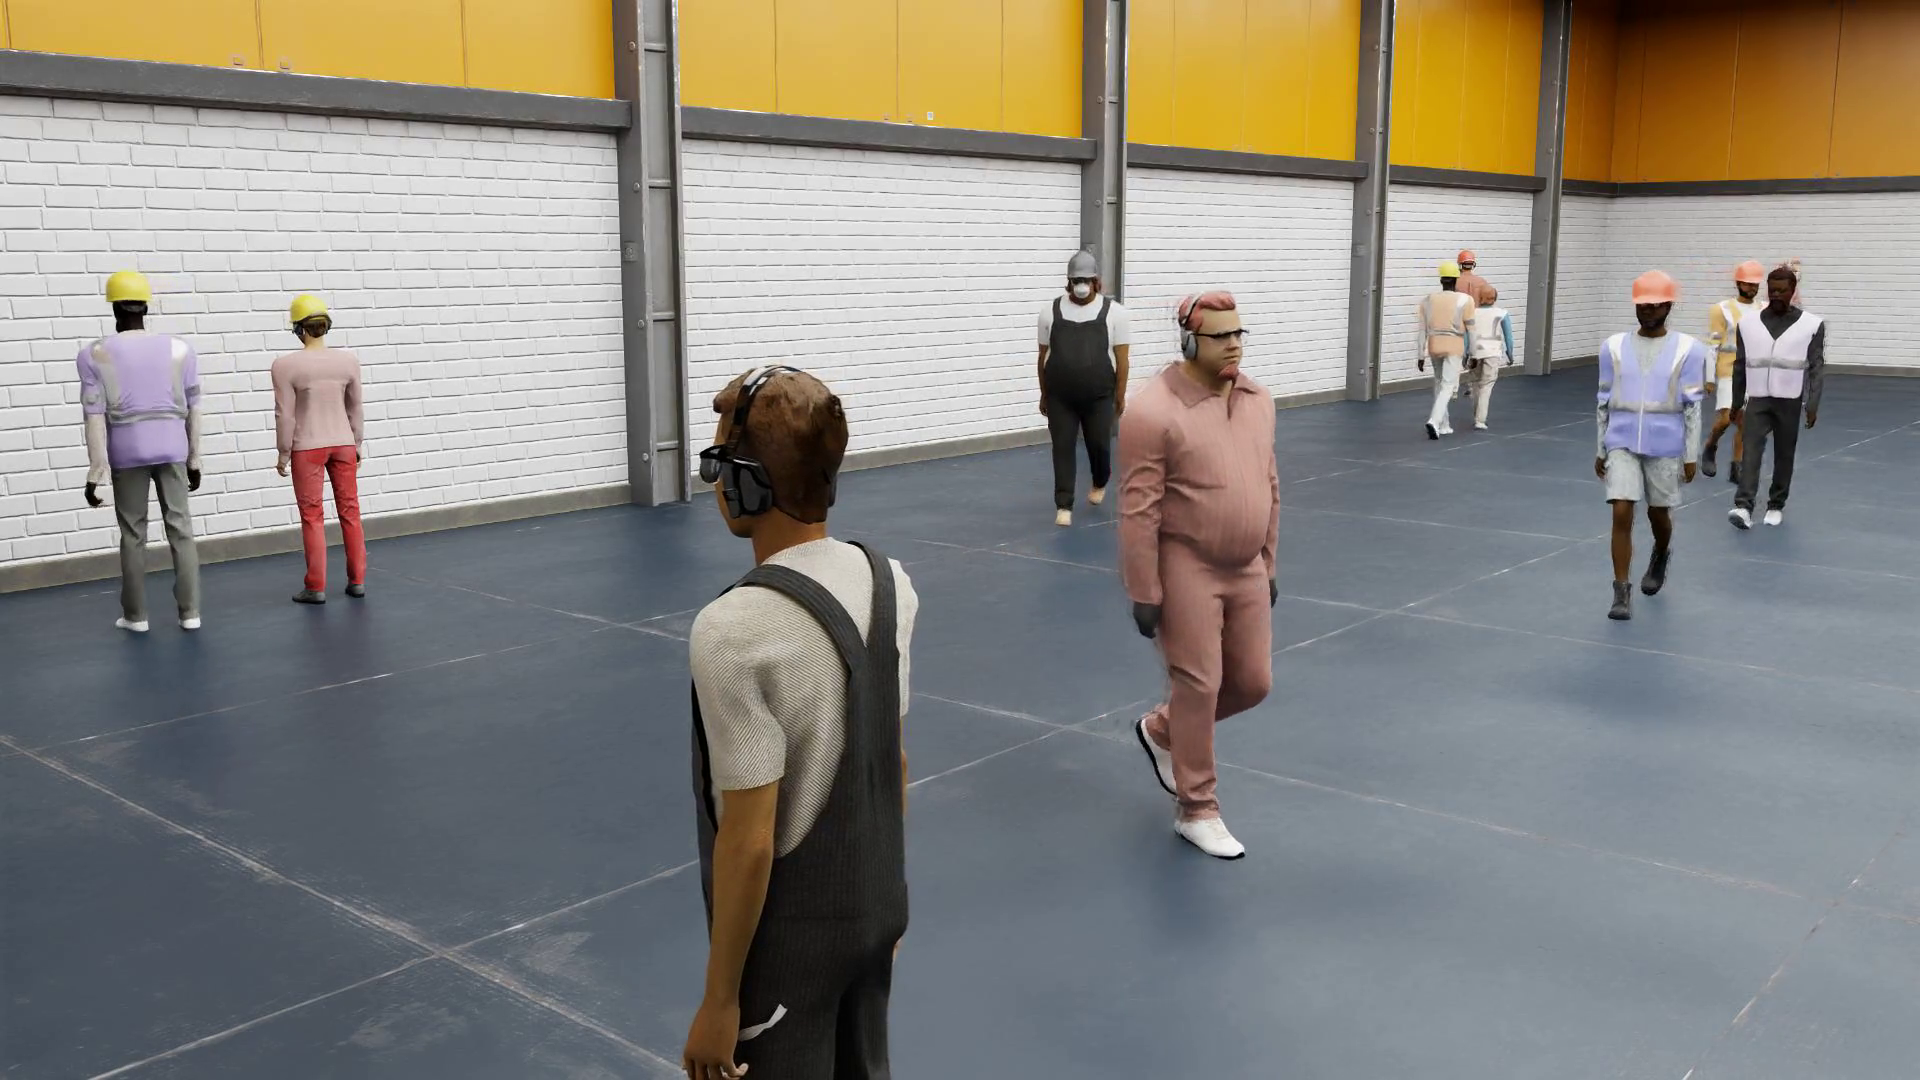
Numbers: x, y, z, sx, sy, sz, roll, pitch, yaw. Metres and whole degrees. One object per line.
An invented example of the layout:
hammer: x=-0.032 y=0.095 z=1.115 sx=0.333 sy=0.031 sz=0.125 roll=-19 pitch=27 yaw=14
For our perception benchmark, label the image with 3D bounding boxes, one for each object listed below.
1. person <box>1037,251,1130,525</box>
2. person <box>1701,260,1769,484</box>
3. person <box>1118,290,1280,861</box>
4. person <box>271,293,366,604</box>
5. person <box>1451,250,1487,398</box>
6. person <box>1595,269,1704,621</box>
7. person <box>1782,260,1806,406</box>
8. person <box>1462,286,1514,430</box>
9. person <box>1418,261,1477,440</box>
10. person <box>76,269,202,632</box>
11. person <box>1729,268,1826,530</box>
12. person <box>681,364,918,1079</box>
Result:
person: x=0.914 y=-1.162 z=12.398 sx=0.694 sy=2.000 sz=0.807 roll=2 pitch=10 yaw=9
person: x=6.690 y=-1.430 z=14.269 sx=0.544 sy=1.925 sz=0.448 roll=0 pitch=10 yaw=-3
person: x=0.803 y=0.098 z=5.652 sx=0.657 sy=1.885 sz=0.594 roll=-7 pitch=12 yaw=-34
person: x=-3.653 y=-0.516 z=9.501 sx=0.308 sy=1.769 sz=0.525 roll=9 pitch=14 yaw=42
person: x=6.793 y=-2.905 z=22.449 sx=0.622 sy=1.994 sz=0.381 roll=-2 pitch=10 yaw=-13
person: x=3.830 y=-0.545 z=9.264 sx=0.548 sy=1.915 sz=0.831 roll=6 pitch=11 yaw=29
person: x=10.560 y=-2.680 z=21.508 sx=0.818 sy=1.879 sz=0.643 roll=6 pitch=12 yaw=32
person: x=5.944 y=-2.051 z=18.733 sx=0.533 sy=1.595 sz=0.861 roll=7 pitch=12 yaw=35
person: x=5.165 y=-2.023 z=17.755 sx=0.590 sy=1.894 sz=0.914 roll=8 pitch=13 yaw=37
person: x=-4.286 y=-0.456 z=8.738 sx=0.593 sy=1.929 sz=0.390 roll=-8 pitch=13 yaw=-39
person: x=5.824 y=-0.996 z=11.921 sx=0.618 sy=1.868 sz=0.966 roll=7 pitch=12 yaw=35
person: x=-0.252 y=0.644 z=2.673 sx=0.327 sy=1.843 sz=0.515 roll=6 pitch=11 yaw=29
